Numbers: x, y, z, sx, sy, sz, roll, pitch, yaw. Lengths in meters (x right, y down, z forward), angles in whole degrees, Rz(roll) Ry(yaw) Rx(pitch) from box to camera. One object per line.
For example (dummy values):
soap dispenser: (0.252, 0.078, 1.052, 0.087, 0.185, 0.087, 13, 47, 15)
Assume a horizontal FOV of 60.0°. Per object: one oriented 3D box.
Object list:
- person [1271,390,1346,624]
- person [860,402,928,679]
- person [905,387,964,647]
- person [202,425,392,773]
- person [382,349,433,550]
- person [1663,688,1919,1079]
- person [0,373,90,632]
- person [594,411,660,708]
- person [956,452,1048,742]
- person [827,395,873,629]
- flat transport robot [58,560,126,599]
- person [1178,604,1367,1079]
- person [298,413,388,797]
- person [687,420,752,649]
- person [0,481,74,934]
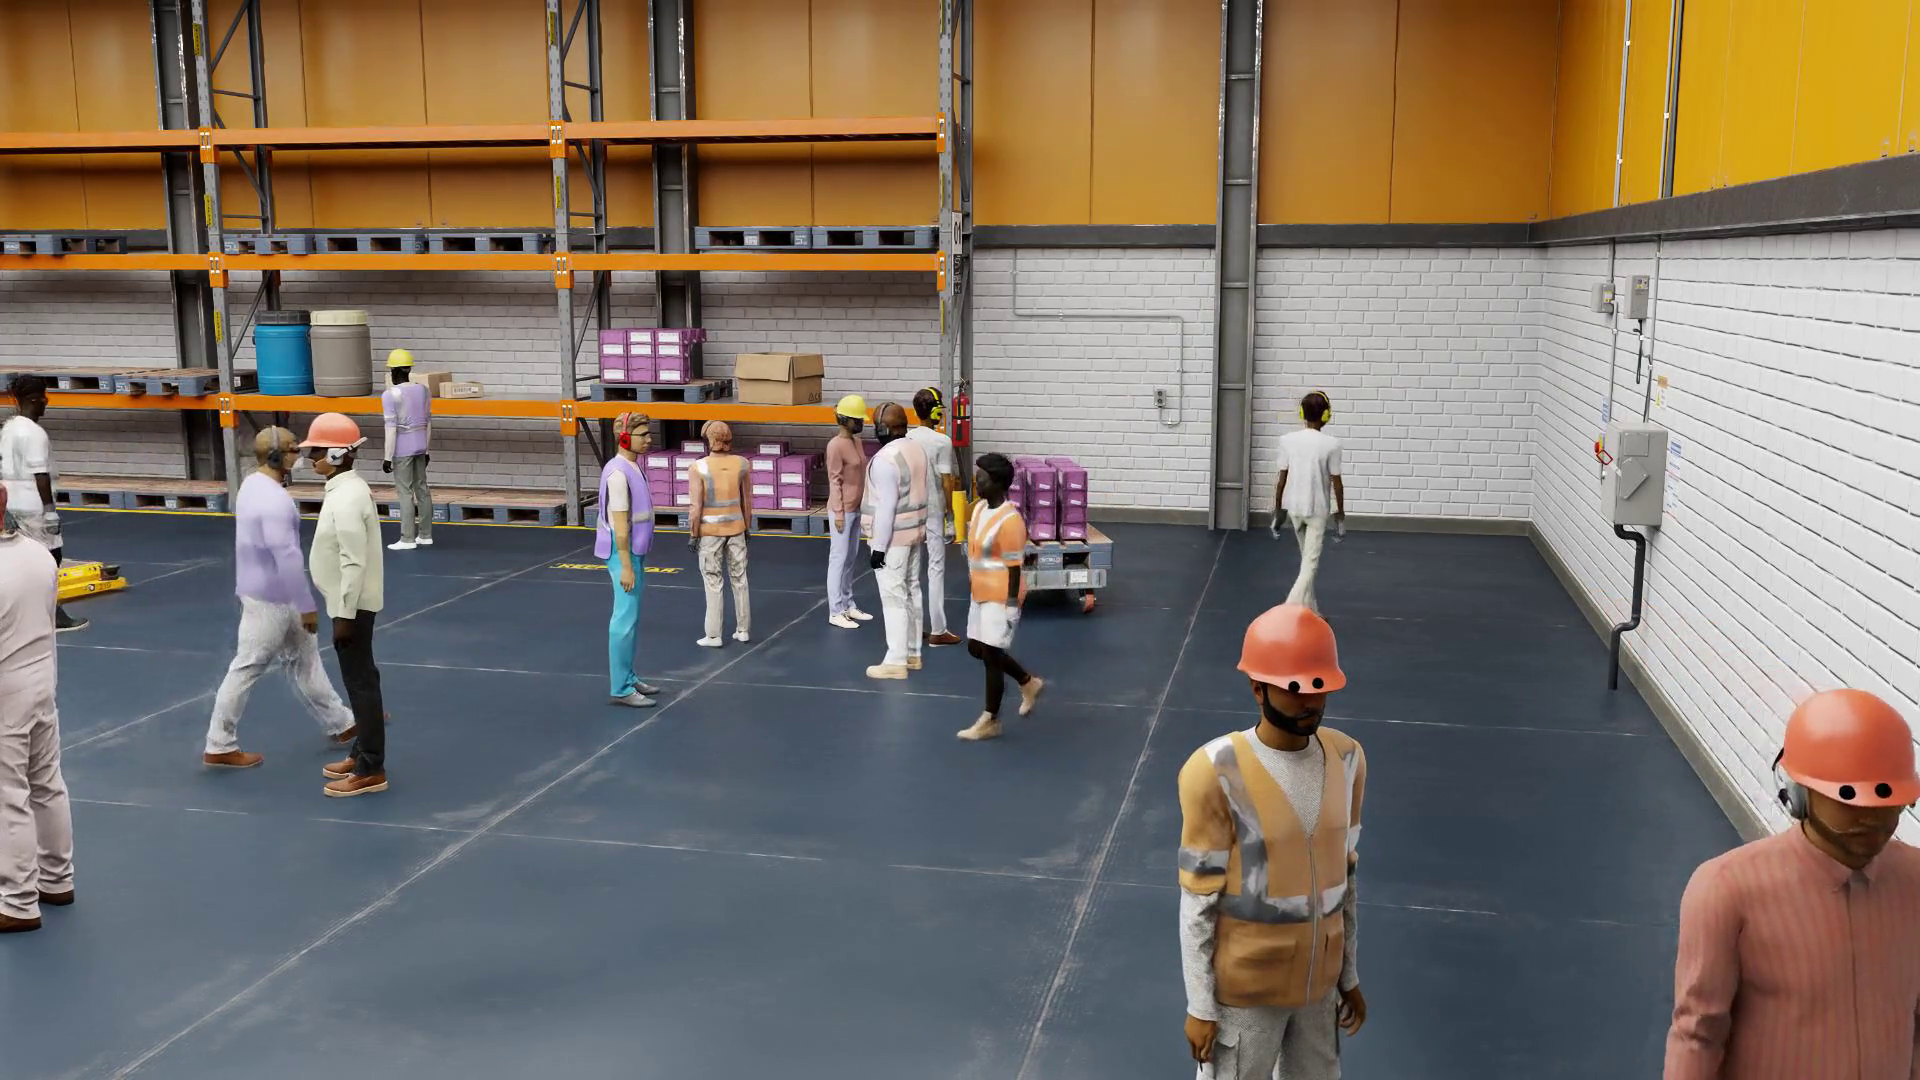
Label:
person: (2.541, -0.184, 12.236, 0.540, 1.838, 0.922, 8, 13, 40)
person: (-0.446, 0.001, 11.098, 0.429, 1.840, 0.630, 4, 10, 21)
person: (-0.238, -0.168, 12.002, 0.520, 1.873, 0.335, 7, 12, 37)
person: (-3.717, 0.311, 9.143, 1.039, 1.878, 0.652, -5, 11, -29)
person: (-5.309, -0.863, 15.954, 0.363, 1.928, 0.587, 4, 10, 24)
person: (1.739, 1.224, 3.549, 0.617, 1.955, 0.998, -1, 10, -7)
person: (-6.913, -0.262, 12.347, 0.584, 1.947, 0.631, -9, 13, -43)
person: (-2.089, 0.117, 10.400, 0.373, 1.840, 0.571, -1, 10, -5)
person: (0.247, 0.322, 9.631, 0.547, 1.683, 0.545, -4, 10, -21)
person: (-0.839, -0.221, 12.641, 0.318, 1.764, 0.522, 3, 10, 17)
flat transport robot: (-7.789, 0.300, 13.962, 1.431, 0.197, 0.652, 4, 11, 24)
person: (0.813, 1.110, 4.236, 0.549, 1.937, 0.358, -5, 11, -27)
person: (-3.198, 0.331, 8.678, 0.379, 1.996, 0.610, -3, 10, -18)
person: (-1.719, -0.041, 11.939, 0.523, 1.638, 0.310, -8, 12, -39)
person: (-3.993, 0.676, 6.896, 0.399, 1.909, 0.642, 0, 10, 3)
